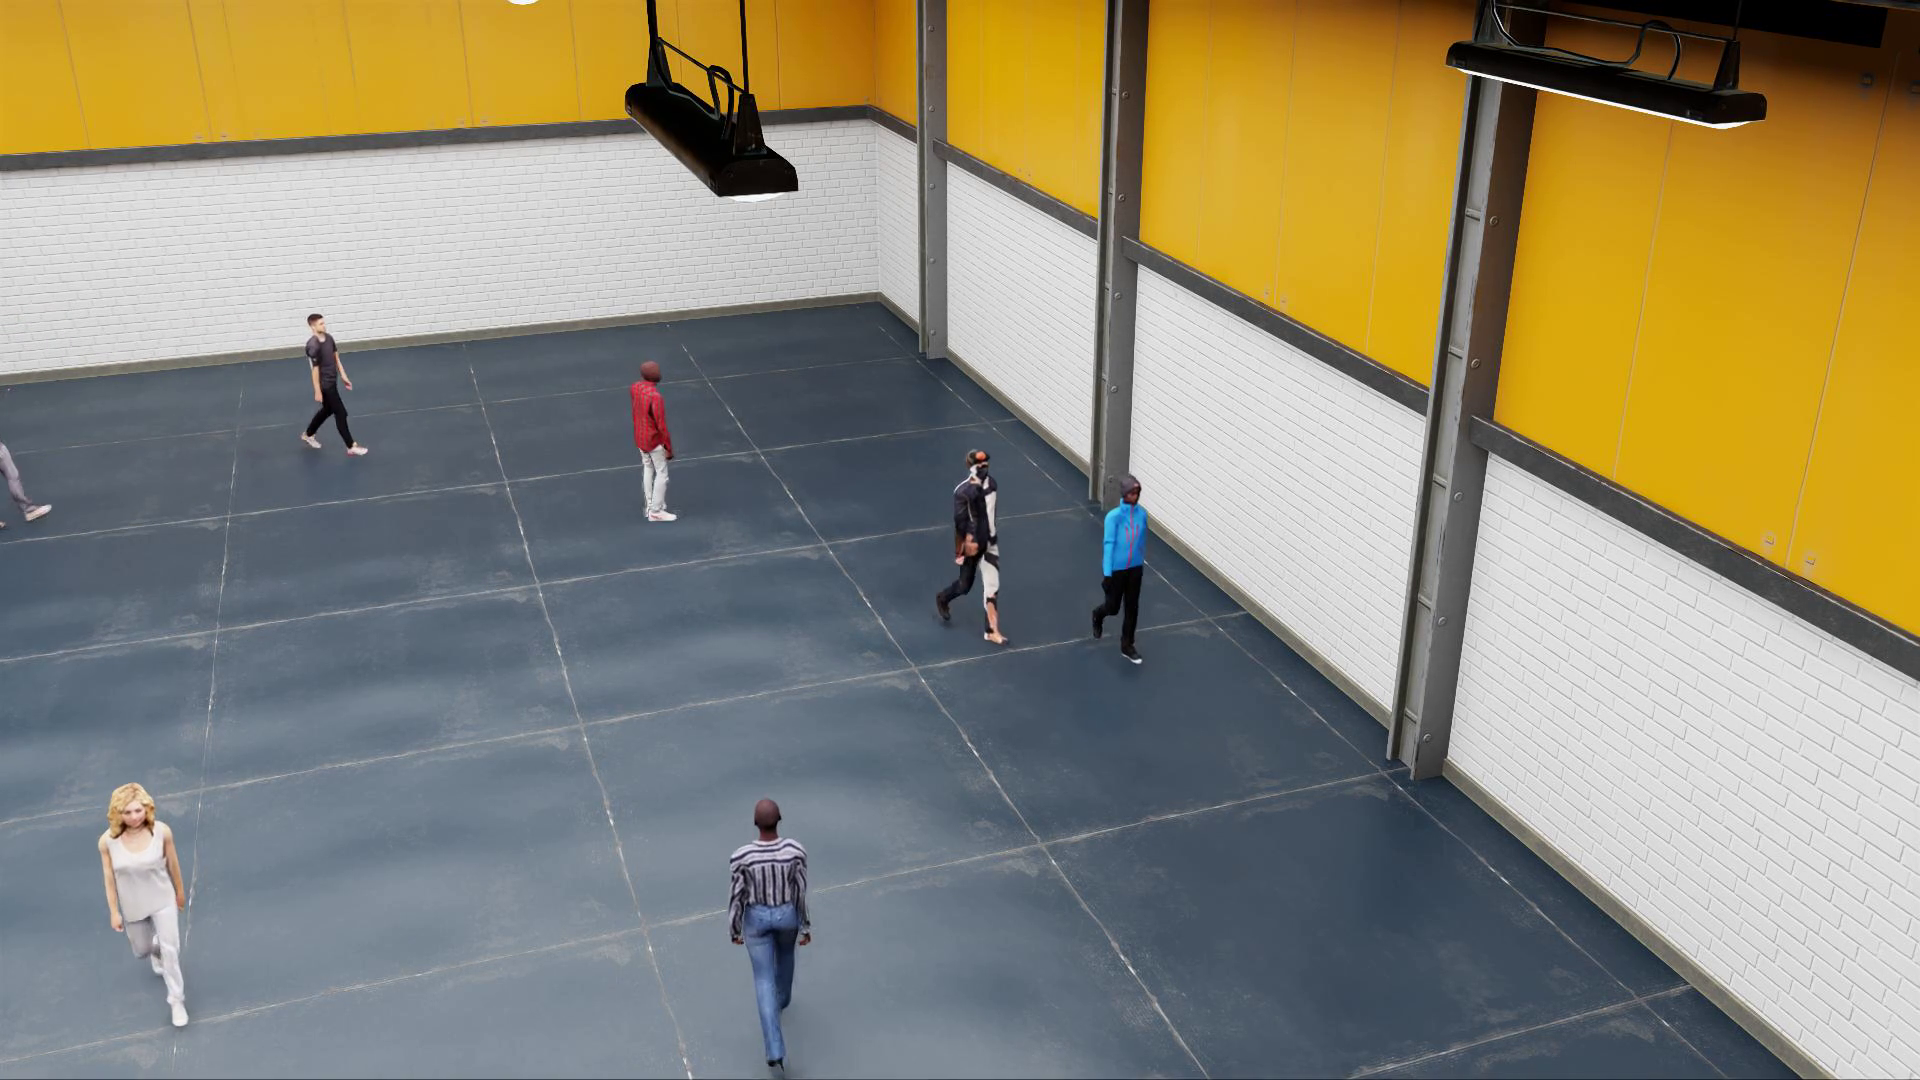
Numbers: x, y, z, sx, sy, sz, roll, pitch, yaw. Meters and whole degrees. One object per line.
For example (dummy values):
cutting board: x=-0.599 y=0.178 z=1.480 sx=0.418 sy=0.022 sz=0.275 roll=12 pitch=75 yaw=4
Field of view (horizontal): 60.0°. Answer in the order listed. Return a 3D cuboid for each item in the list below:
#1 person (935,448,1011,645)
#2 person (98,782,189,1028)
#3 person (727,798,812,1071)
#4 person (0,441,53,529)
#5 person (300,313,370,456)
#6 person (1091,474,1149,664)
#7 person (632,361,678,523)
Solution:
person: x=0.099 y=0.036 z=15.391 sx=0.981 sy=1.862 sz=1.249 roll=-20 pitch=31 yaw=-38
person: x=-5.170 y=2.254 z=10.583 sx=0.598 sy=1.649 sz=0.942 roll=-10 pitch=25 yaw=-21
person: x=-1.139 y=2.406 z=10.099 sx=0.714 sy=1.757 sz=1.096 roll=-6 pitch=24 yaw=-14
person: x=-10.435 y=-0.972 z=17.636 sx=1.054 sy=1.910 sz=1.110 roll=11 pitch=26 yaw=23
person: x=-7.626 y=-1.848 z=19.864 sx=1.013 sy=1.731 sz=1.162 roll=2 pitch=24 yaw=4
person: x=1.431 y=0.233 z=15.044 sx=0.668 sy=1.778 sz=0.932 roll=-11 pitch=26 yaw=-23
person: x=-3.341 y=-1.104 z=18.064 sx=0.705 sy=1.810 sz=0.846 roll=17 pitch=29 yaw=33
